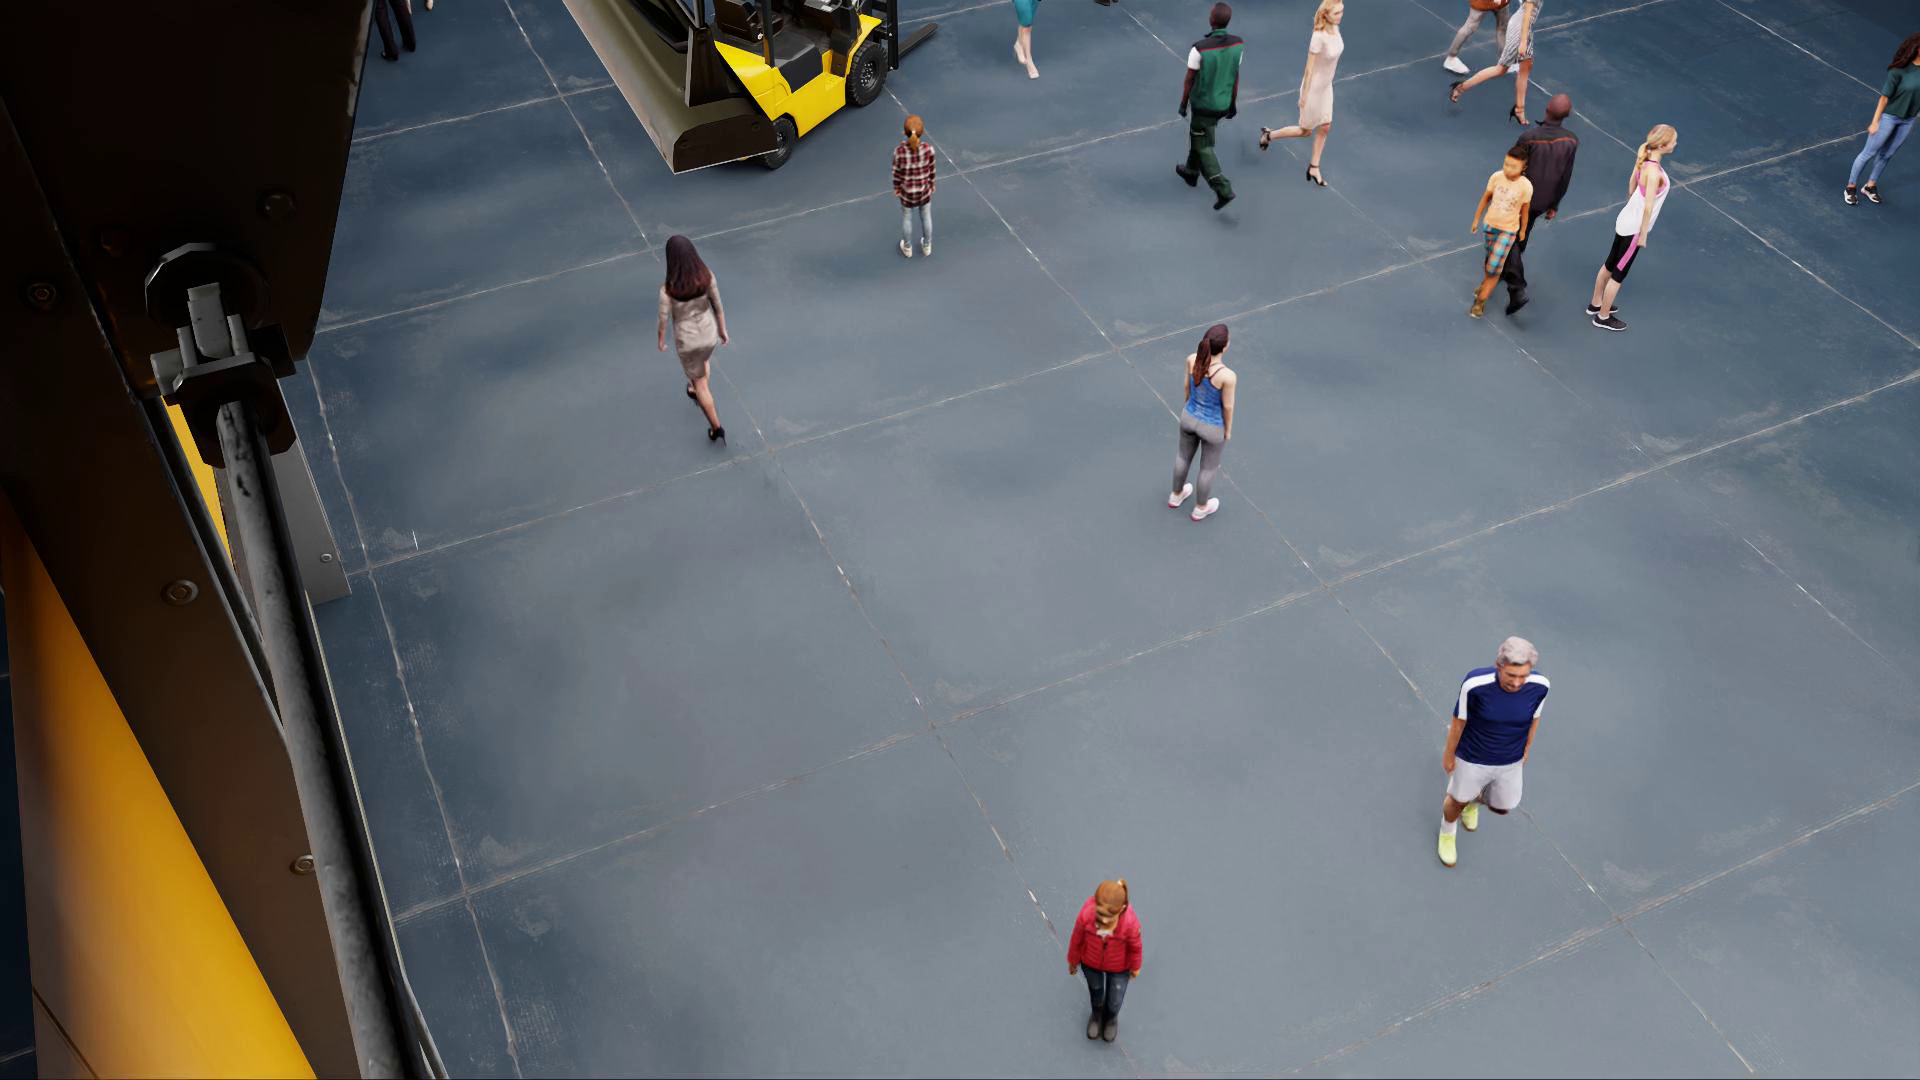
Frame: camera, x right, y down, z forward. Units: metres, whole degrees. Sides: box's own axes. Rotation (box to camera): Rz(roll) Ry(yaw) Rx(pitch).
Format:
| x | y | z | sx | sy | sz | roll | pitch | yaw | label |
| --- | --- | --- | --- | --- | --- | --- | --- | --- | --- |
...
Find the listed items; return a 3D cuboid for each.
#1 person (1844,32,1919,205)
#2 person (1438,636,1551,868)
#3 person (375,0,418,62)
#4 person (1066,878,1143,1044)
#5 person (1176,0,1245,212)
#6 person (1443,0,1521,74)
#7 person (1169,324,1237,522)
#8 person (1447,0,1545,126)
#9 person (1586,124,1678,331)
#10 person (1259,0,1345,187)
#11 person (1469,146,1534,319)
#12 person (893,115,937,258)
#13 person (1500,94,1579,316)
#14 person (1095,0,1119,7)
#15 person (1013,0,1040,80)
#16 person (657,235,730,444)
| x | y | z | sx | sy | sz | roll | pitch | yaw | label |
| --- | --- | --- | --- | --- | --- | --- | --- | --- | --- |
| 8.243 | -3.729 | 14.662 | 0.678 | 1.616 | 0.695 | -4 | 44 | -4 | person |
| 2.972 | 1.128 | 9.416 | 0.796 | 1.822 | 0.847 | 0 | 44 | 0 | person |
| -5.813 | -5.638 | 16.635 | 0.646 | 1.659 | 0.656 | 31 | 51 | 28 | person |
| 0.779 | 2.147 | 8.717 | 0.613 | 1.310 | 0.672 | 13 | 45 | 14 | person |
| 2.223 | -3.754 | 14.550 | 0.738 | 1.808 | 1.173 | -22 | 48 | -22 | person |
| 5.121 | -5.418 | 16.304 | 1.166 | 1.799 | 1.008 | 28 | 50 | 26 | person |
| 1.702 | -0.825 | 11.621 | 0.577 | 1.608 | 0.690 | 32 | 52 | 29 | person |
| 5.142 | -4.736 | 15.593 | 1.130 | 1.791 | 1.054 | 15 | 46 | 16 | person |
| 5.349 | -2.501 | 13.249 | 0.743 | 1.787 | 0.620 | 2 | 44 | 3 | person |
| 3.101 | -4.030 | 14.838 | 1.057 | 1.811 | 0.831 | 30 | 51 | 28 | person |
| 4.454 | -2.585 | 13.589 | 0.889 | 1.441 | 0.832 | 31 | 51 | 28 | person |
| -0.372 | -3.000 | 14.123 | 0.583 | 1.304 | 0.595 | -4 | 44 | -4 | person |
| 4.634 | -2.709 | 13.454 | 0.963 | 1.806 | 1.271 | -4 | 44 | -4 | person |
| 1.612 | -6.278 | 17.645 | 0.524 | 1.194 | 0.509 | -27 | 50 | -26 | person |
| 0.634 | -5.489 | 16.473 | 0.578 | 1.666 | 0.855 | -21 | 47 | -21 | person |
| -1.889 | -1.403 | 12.151 | 0.729 | 1.713 | 0.989 | -25 | 49 | -24 | person |
